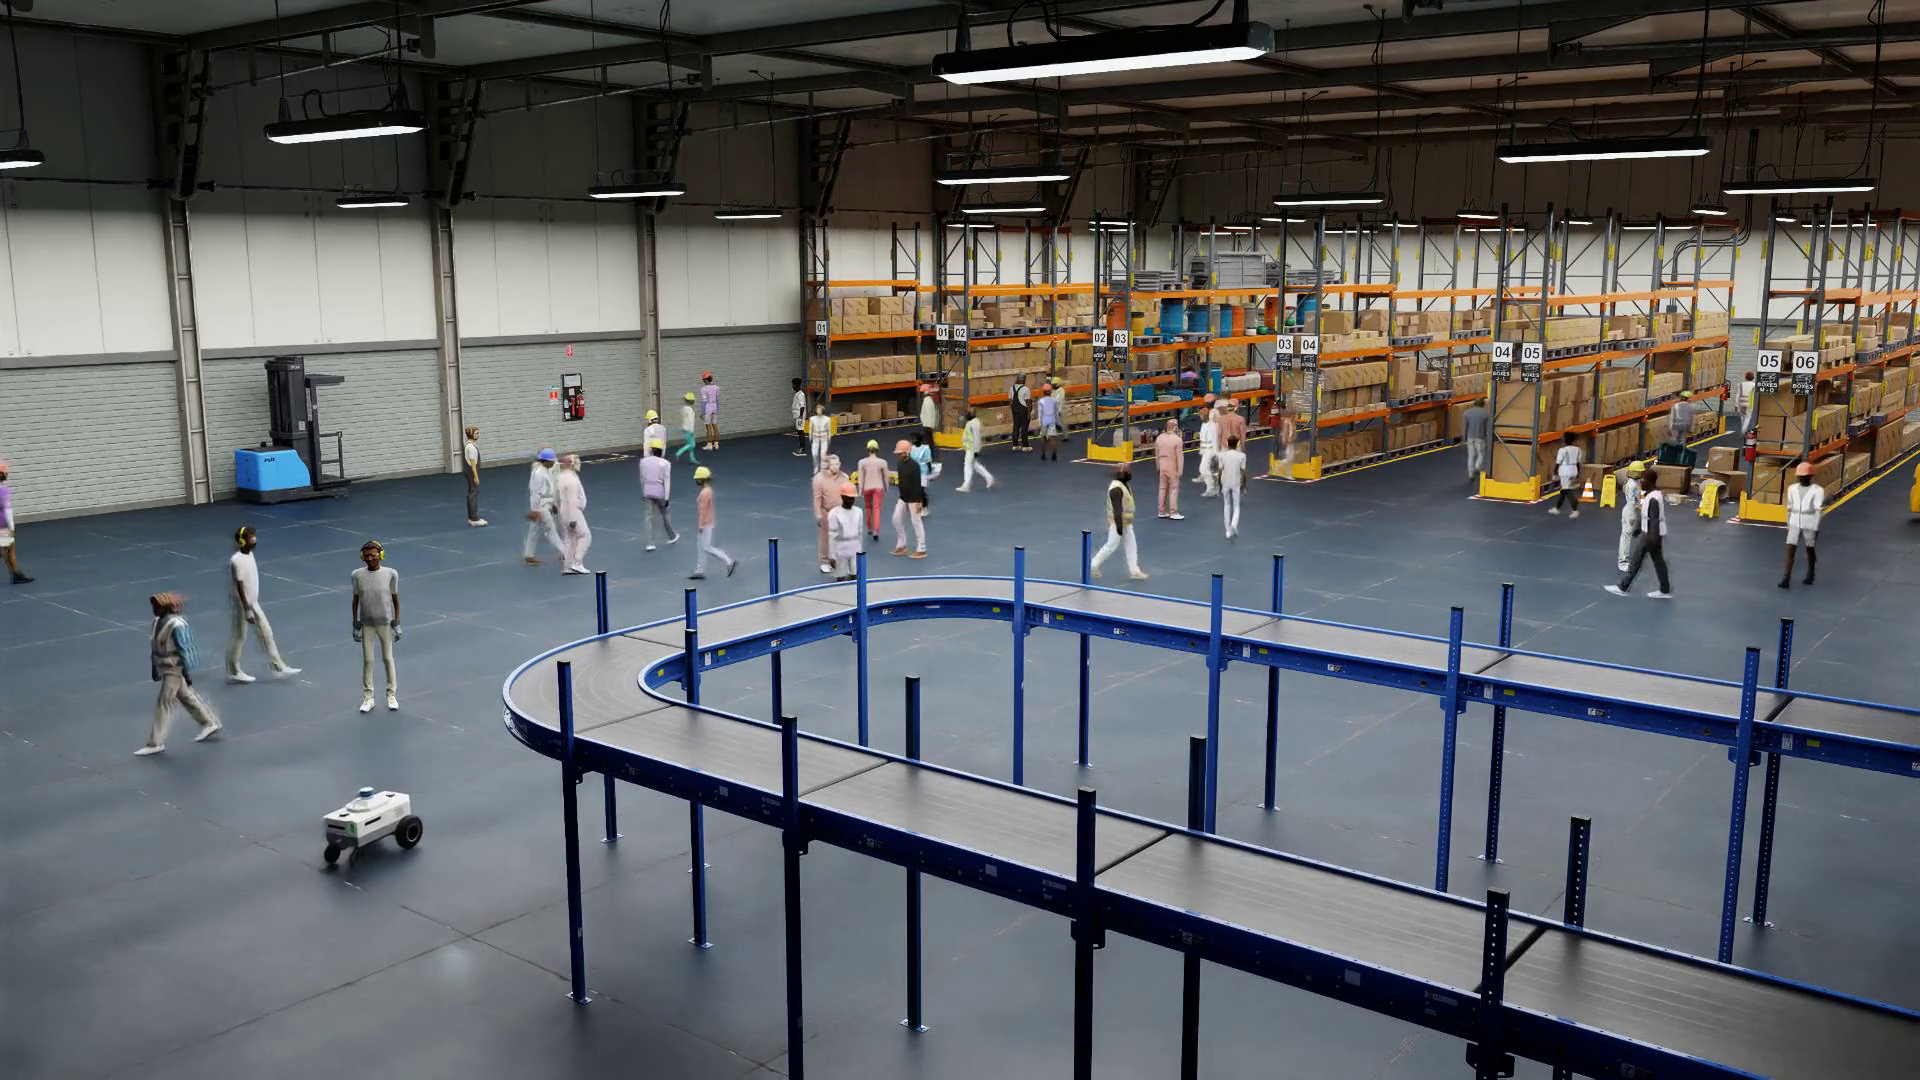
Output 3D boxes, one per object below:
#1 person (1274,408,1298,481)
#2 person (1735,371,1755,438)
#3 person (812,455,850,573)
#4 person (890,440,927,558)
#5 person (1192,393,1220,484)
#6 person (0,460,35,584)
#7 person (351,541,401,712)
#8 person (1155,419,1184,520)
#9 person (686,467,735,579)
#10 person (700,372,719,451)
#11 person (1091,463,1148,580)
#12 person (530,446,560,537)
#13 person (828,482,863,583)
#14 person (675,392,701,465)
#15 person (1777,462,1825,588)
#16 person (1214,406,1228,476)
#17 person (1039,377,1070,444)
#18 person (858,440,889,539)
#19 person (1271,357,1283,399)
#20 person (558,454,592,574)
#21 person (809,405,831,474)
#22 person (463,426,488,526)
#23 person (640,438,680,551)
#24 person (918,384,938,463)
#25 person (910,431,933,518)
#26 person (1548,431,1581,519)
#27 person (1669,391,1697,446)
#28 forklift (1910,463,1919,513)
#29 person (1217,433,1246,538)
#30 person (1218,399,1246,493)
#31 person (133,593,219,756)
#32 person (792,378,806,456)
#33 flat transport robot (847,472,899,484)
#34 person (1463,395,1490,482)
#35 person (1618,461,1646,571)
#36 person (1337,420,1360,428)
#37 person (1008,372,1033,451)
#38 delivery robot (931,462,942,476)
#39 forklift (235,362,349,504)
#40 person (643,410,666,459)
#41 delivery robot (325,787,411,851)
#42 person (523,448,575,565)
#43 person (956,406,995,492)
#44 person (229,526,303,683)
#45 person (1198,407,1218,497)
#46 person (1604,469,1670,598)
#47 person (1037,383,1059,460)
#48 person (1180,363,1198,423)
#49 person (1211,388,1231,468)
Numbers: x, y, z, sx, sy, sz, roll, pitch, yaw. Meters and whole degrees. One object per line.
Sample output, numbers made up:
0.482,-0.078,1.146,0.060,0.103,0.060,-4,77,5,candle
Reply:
7.336,-2.139,34.938,0.405,1.612,0.537,7,12,34,person
21.846,-3.756,43.427,0.592,1.857,0.854,8,13,38,person
-1.957,-0.379,24.343,0.661,1.871,0.923,-5,11,-25,person
-0.838,-0.672,25.756,0.570,1.958,0.627,-8,13,-38,person
5.610,-2.226,34.370,0.885,2.007,0.596,5,11,28,person
-14.462,-0.240,23.460,0.559,1.916,0.873,7,12,35,person
-6.344,0.930,16.997,0.508,1.862,0.329,-3,10,-15,person
4.008,-1.347,29.680,0.403,1.906,0.651,-9,13,-40,person
-3.845,-0.259,23.981,0.692,1.746,0.527,-2,10,-9,person
-6.510,-3.344,40.567,0.394,2.034,0.605,7,12,35,person
2.410,-0.292,24.021,0.905,1.805,0.636,4,11,19,person
-7.361,-0.846,27.702,0.537,1.601,0.750,1,10,5,person
-1.555,0.152,21.194,0.558,1.926,0.630,-7,12,-35,person
-6.539,-2.665,37.518,0.573,1.748,0.539,-4,11,-22,person
12.677,-0.233,23.507,0.999,1.891,0.547,-9,13,-40,person
5.992,-2.234,35.466,0.507,1.616,0.521,9,14,43,person
2.593,-3.477,42.025,0.923,1.789,0.599,-7,12,-35,person
-1.539,-0.895,27.724,0.534,1.738,0.903,0,10,-1,person
10.872,-5.553,53.267,0.630,1.940,0.373,-3,11,-19,person
-5.978,-0.397,24.397,0.510,1.891,0.646,-5,11,-27,person
-3.194,-2.278,35.722,0.516,1.626,0.369,0,10,2,person
-9.010,-1.194,28.990,0.345,1.846,0.508,-5,11,-26,person
-5.135,-0.793,26.662,0.594,1.876,0.984,2,10,12,person
-0.908,-2.733,37.297,0.849,1.965,0.660,0,10,0,person
-0.776,-1.250,29.778,0.534,1.672,0.542,-9,13,-41,person
11.588,-1.245,29.822,0.543,1.654,0.862,-5,11,-26,person
17.297,-2.672,37.462,0.612,1.790,0.538,2,10,14,person
19.034,-1.348,28.998,2.313,2.155,1.214,8,13,37,forklift
4.772,-0.946,27.554,0.503,1.863,0.514,2,10,12,person
5.759,-1.996,33.112,0.611,1.985,0.393,5,11,25,person
-7.873,1.300,15.655,0.527,1.600,0.869,8,13,39,person
-4.060,-3.112,39.451,0.364,1.962,0.612,-2,10,-12,person
-1.839,-1.387,34.625,1.431,0.197,0.652,0,10,-1,flat transport robot
11.494,-2.258,34.781,0.636,1.925,0.426,6,12,31,person
10.635,-0.388,24.743,0.308,1.744,0.485,4,11,23,person
11.484,-4.306,46.389,0.536,1.904,0.778,-4,11,-21,person
1.621,-3.315,40.502,0.688,2.000,0.539,10,14,44,person
-0.758,-1.582,34.663,0.707,0.478,0.477,0,10,-1,delivery robot
-13.803,-2.244,32.110,1.129,2.768,1.873,8,13,37,forklift
-6.312,-1.766,32.282,0.403,1.824,0.596,6,12,31,person
-4.879,2.284,12.893,0.477,0.478,0.707,4,11,23,delivery robot
-6.559,-0.523,25.039,0.995,1.893,0.652,-1,10,-5,person
0.336,-1.945,33.291,0.782,1.823,0.639,-1,10,-5,person
-8.095,0.753,18.043,0.898,1.834,0.551,0,10,1,person
5.111,-1.813,32.417,0.456,1.863,0.628,-2,10,-12,person
9.920,-0.096,22.743,0.966,1.875,0.615,5,11,25,person
2.174,-2.897,38.393,0.553,1.915,0.782,-1,10,-8,person
6.973,-4.476,47.585,0.579,1.809,0.960,9,14,42,person
6.147,-2.589,36.642,0.644,1.917,0.546,5,11,25,person
